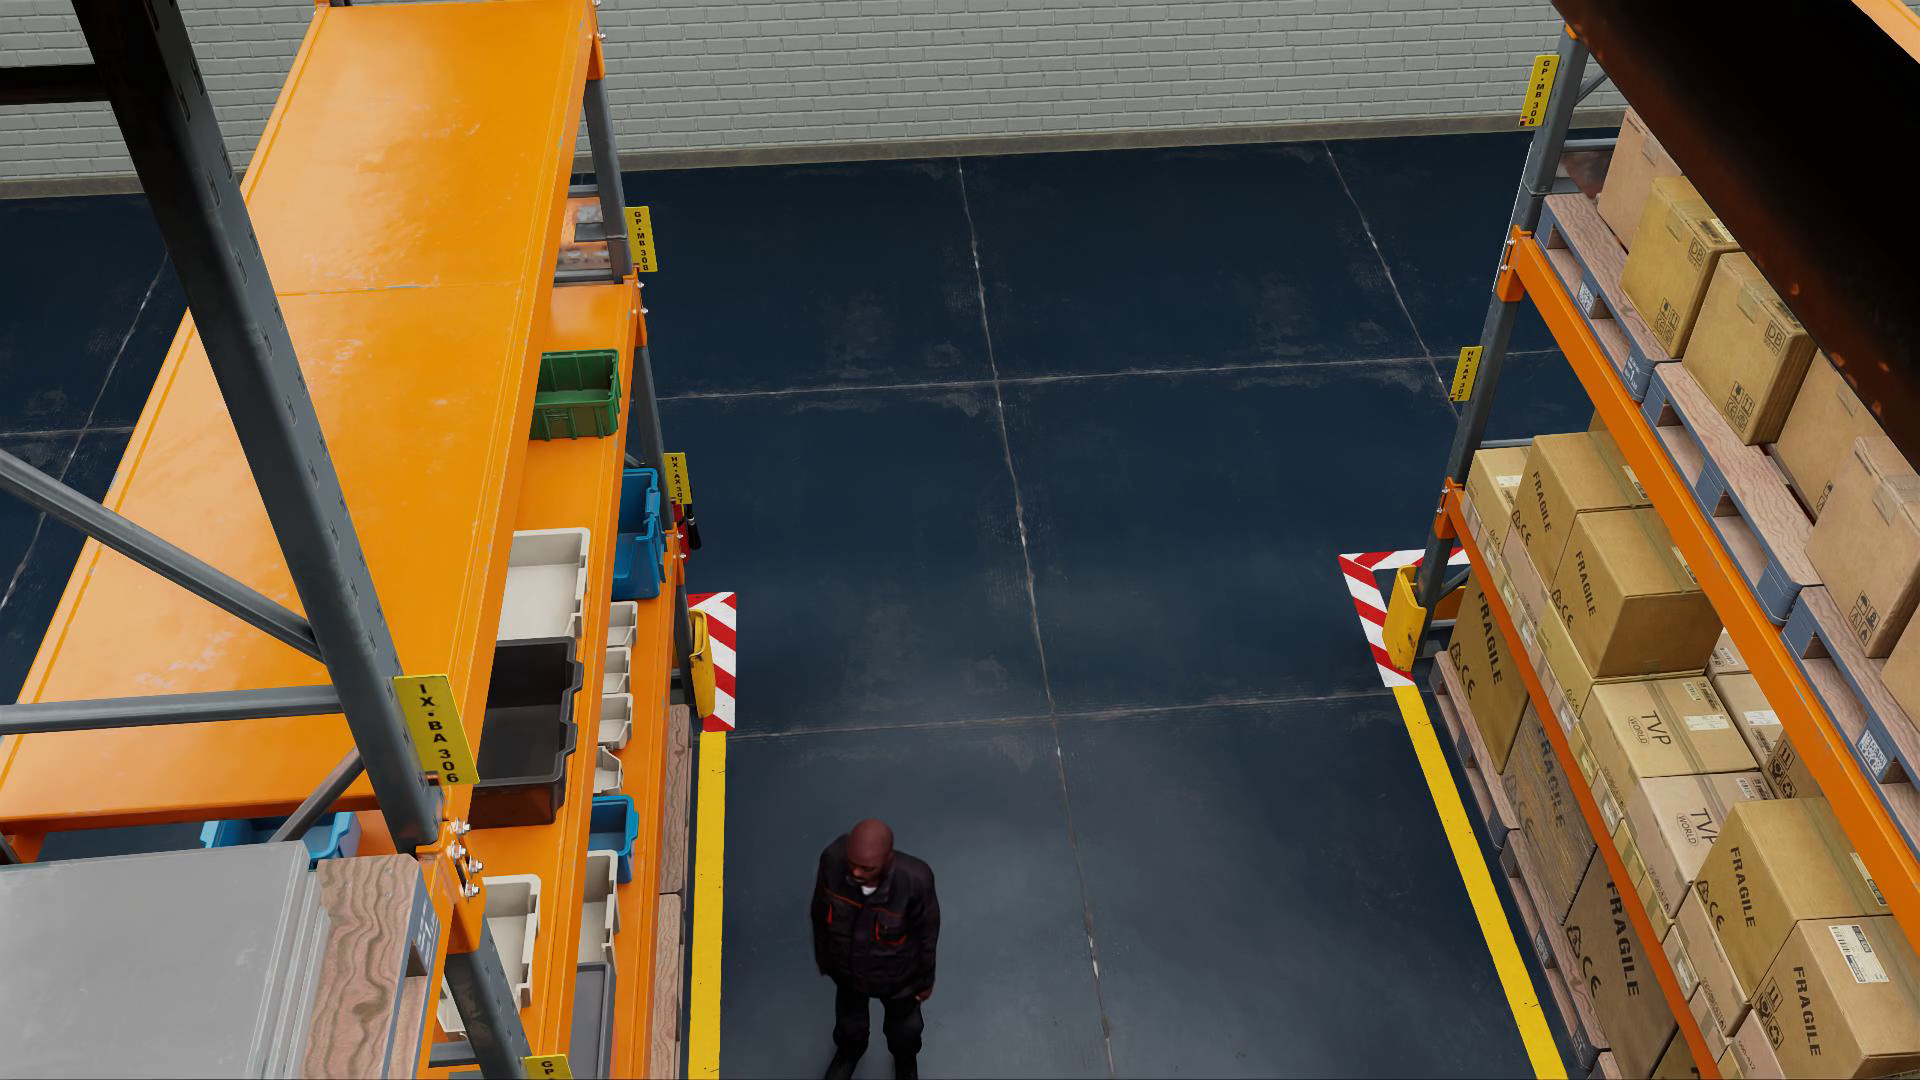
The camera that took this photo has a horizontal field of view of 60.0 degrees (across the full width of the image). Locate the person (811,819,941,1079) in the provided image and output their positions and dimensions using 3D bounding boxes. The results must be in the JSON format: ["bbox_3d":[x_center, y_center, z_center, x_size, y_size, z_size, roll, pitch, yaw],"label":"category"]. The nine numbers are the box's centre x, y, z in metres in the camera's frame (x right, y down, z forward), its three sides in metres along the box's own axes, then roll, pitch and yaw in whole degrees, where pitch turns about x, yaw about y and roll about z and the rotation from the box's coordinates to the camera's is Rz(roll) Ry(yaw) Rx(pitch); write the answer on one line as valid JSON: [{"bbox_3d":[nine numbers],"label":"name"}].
[{"bbox_3d":[-0.346,1.710,6.940,0.770,1.817,0.723,10,44,11],"label":"person"}]
